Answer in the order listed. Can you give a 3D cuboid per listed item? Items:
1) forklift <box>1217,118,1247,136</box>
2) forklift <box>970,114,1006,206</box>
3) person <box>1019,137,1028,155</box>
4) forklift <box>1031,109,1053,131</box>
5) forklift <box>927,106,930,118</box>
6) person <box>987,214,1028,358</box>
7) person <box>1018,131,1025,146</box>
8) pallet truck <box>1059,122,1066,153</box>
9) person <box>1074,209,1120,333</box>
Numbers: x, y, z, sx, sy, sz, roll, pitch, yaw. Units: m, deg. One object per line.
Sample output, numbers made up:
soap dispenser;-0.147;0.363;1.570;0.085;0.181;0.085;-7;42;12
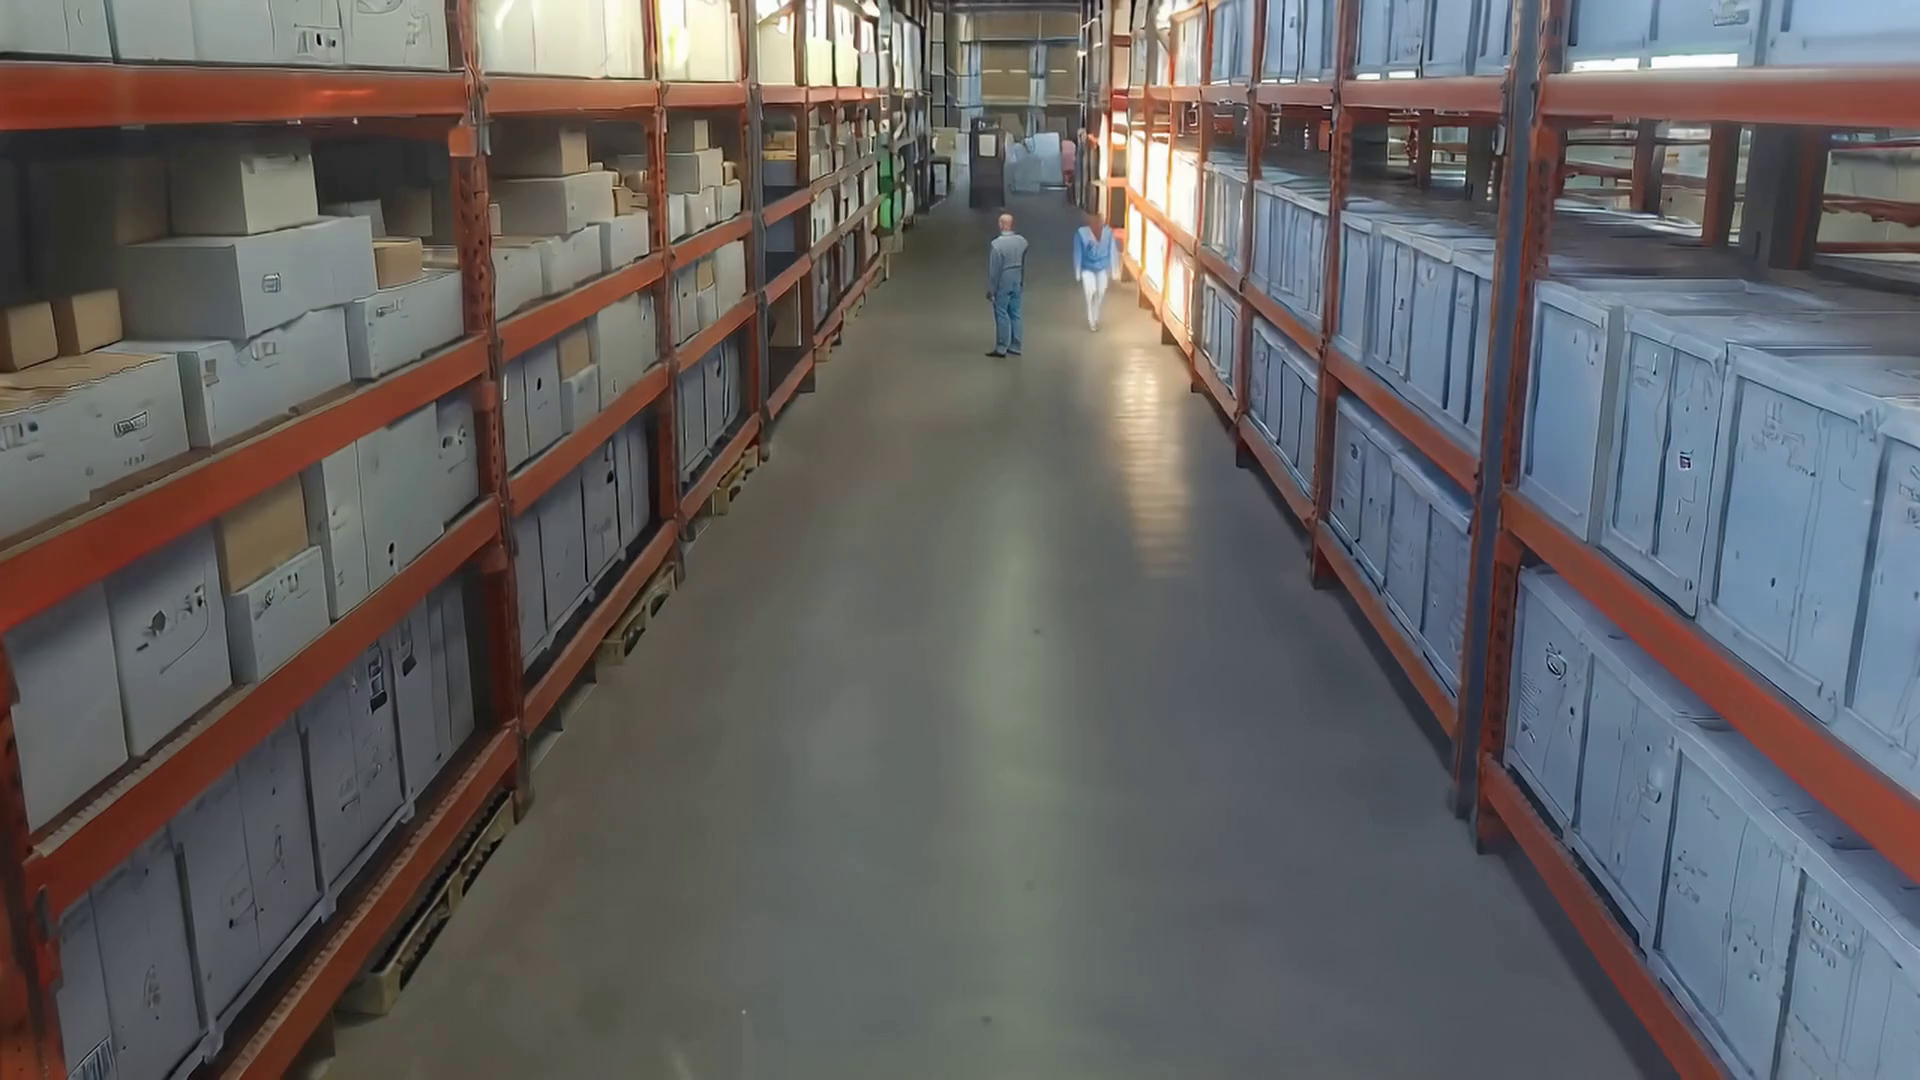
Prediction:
forklift;7.226;-9.733;44.006;1.129;2.768;1.873;13;20;41
forklift;0.876;-11.968;52.319;1.129;2.768;1.873;0;15;2
person;2.372;-14.480;63.636;0.430;1.845;0.624;-5;16;-18
forklift;3.409;-16.577;69.470;1.129;2.768;1.873;0;15;2
forklift;-1.918;-21.452;87.608;1.129;2.768;1.873;0;15;2
person;0.606;-3.405;22.308;0.644;1.908;0.408;-14;20;-42
person;3.039;-19.221;81.571;0.433;1.682;0.538;-13;20;-41
pallet truck;5.788;-21.111;88.014;1.885;1.965;0.823;5;16;18
person;2.047;-3.962;24.557;0.629;1.809;0.822;-4;16;-14
